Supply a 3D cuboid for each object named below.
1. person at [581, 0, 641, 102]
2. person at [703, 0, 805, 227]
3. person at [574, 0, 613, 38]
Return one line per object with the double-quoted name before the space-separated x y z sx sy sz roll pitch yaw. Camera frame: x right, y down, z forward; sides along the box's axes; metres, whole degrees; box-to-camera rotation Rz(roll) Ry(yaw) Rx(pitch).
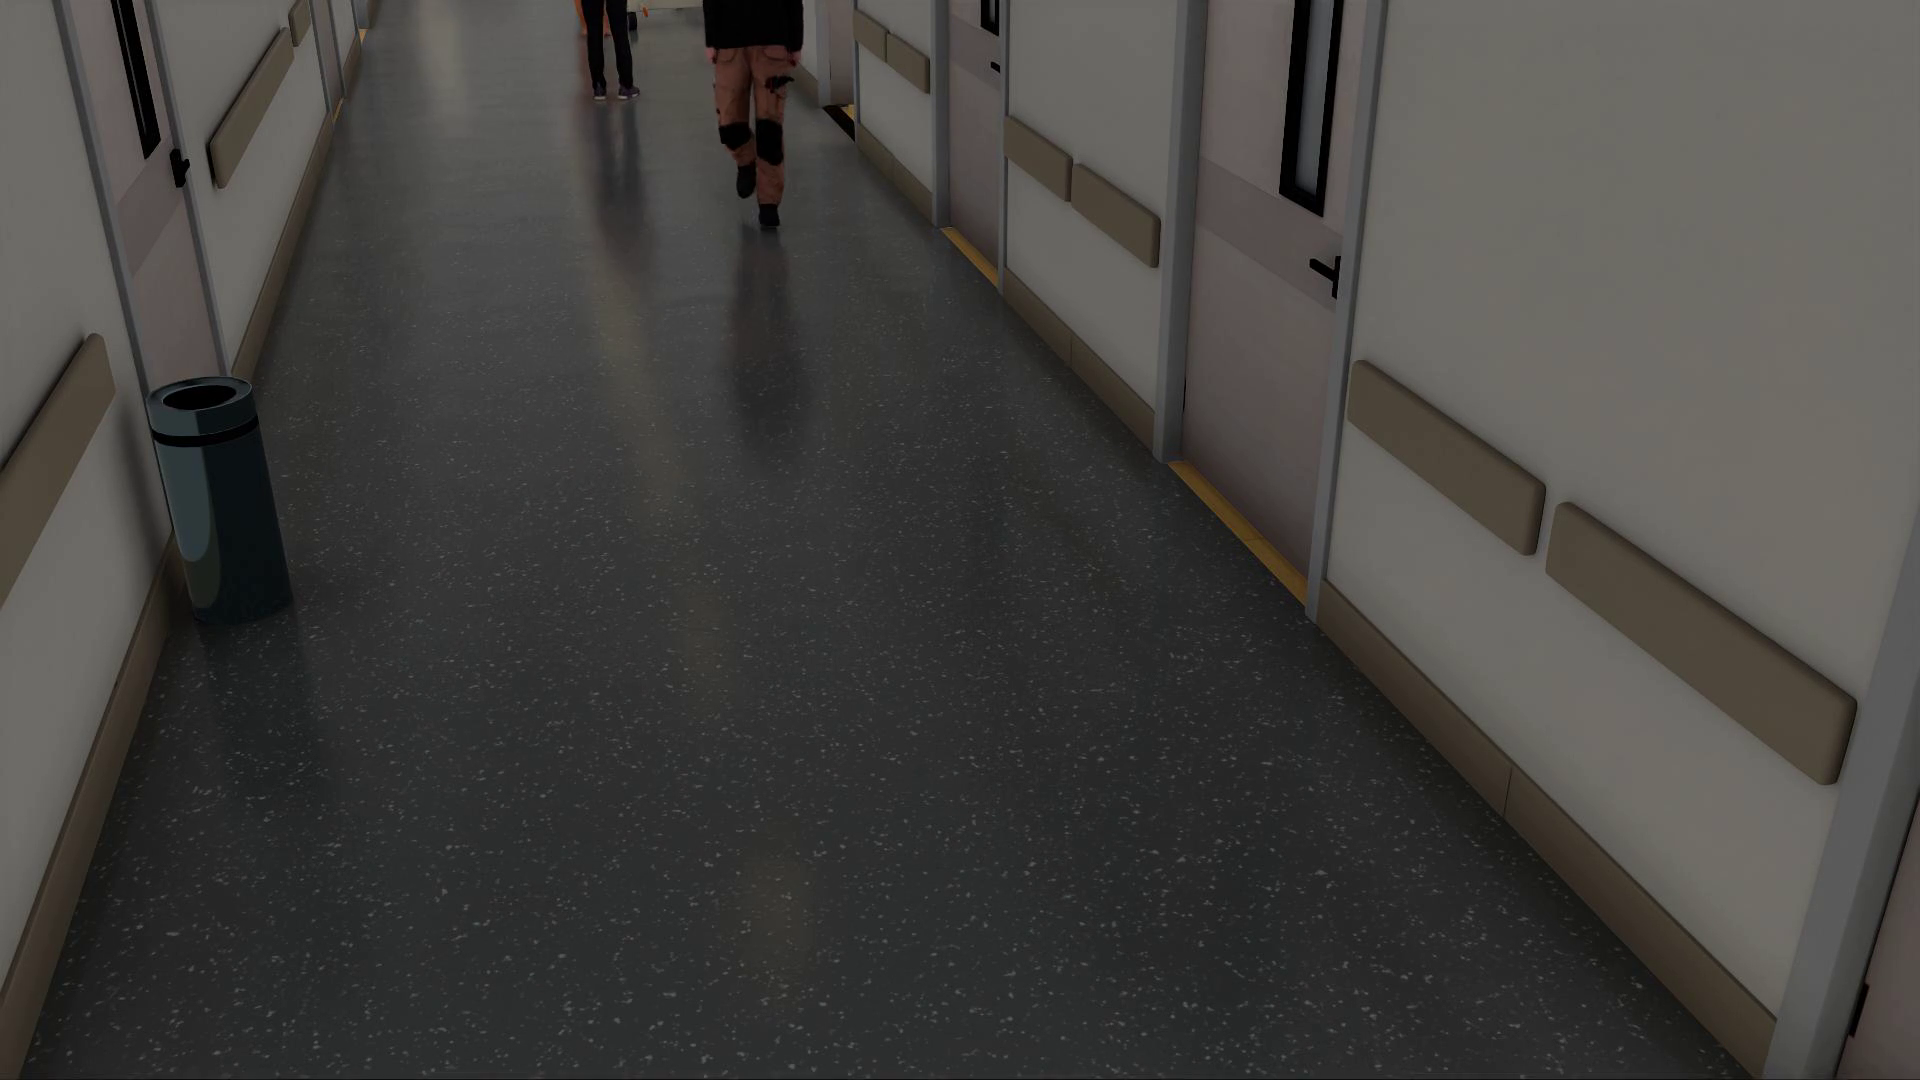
"person" -2.682 -4.230 12.431 0.554 1.807 0.736 0 26 -1
"person" -1.145 -2.719 9.179 0.935 1.909 0.860 -2 26 -5
"person" -3.422 -5.416 15.000 0.872 1.712 0.792 -13 29 -24
